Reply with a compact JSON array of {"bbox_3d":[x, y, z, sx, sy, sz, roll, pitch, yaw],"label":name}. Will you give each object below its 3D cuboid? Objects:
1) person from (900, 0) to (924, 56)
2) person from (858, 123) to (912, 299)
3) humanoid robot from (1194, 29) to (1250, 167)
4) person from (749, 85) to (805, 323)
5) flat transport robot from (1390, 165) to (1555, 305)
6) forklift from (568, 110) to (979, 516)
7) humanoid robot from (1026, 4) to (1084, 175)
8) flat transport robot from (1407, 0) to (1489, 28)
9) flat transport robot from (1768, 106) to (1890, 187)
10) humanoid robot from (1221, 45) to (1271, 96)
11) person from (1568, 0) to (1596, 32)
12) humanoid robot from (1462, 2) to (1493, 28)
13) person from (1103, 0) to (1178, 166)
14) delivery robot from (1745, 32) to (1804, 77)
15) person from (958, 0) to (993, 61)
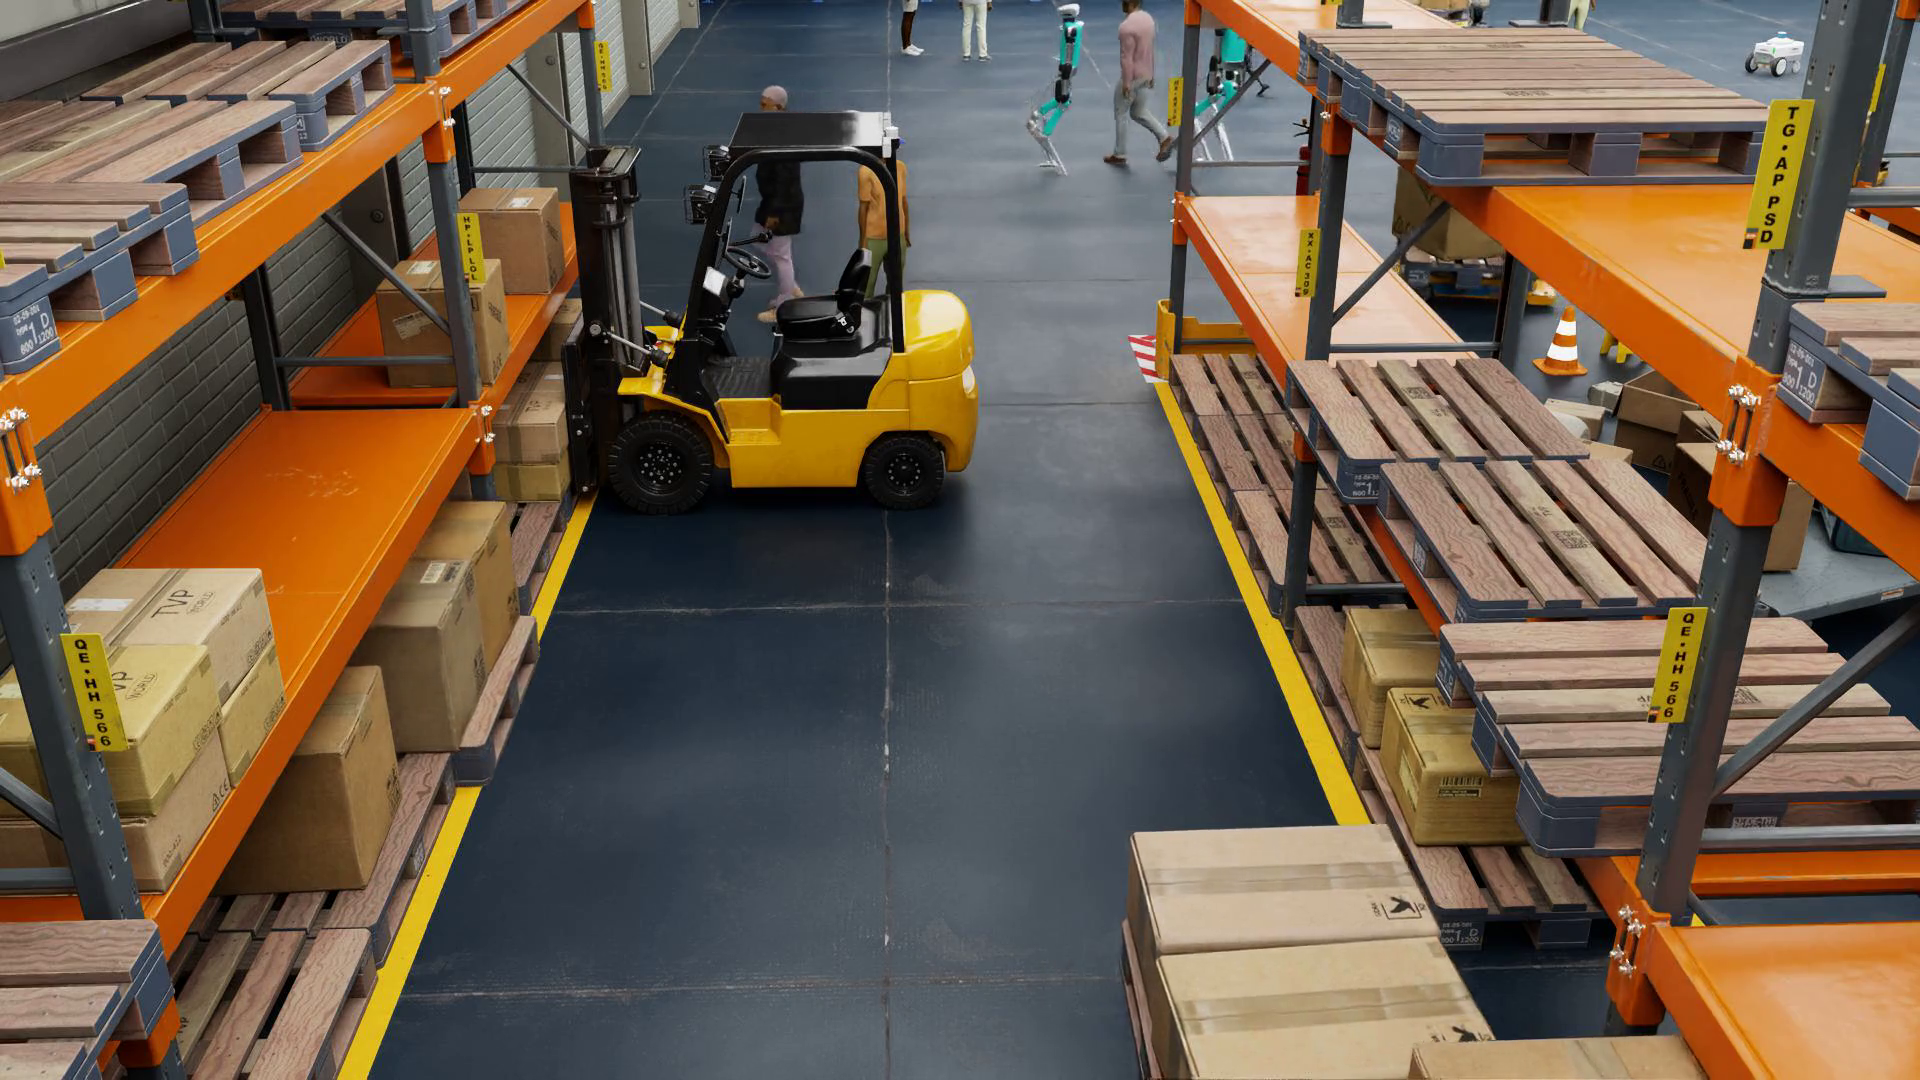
[{"bbox_3d":[-0.744,-8.221,24.805,0.356,1.898,0.554,5,26,10],"label":"person"},{"bbox_3d":[-0.547,-2.247,12.380,0.448,1.713,0.384,-17,30,-32],"label":"person"},{"bbox_3d":[2.772,-4.943,18.065,0.541,1.797,0.719,-17,30,-32],"label":"humanoid robot"},{"bbox_3d":[-1.434,-2.605,12.967,0.444,1.845,0.586,-6,26,-13],"label":"person"},{"bbox_3d":[4.193,-2.174,13.908,1.431,0.231,0.659,4,26,9],"label":"flat transport robot"},{"bbox_3d":[-1.043,-1.379,9.976,2.313,2.155,1.214,-1,25,-2],"label":"forklift"},{"bbox_3d":[0.938,-4.759,17.685,0.716,1.812,0.551,3,25,7],"label":"humanoid robot"},{"bbox_3d":[7.820,-8.395,27.081,0.659,0.231,1.431,-18,31,-33],"label":"flat transport robot"},{"bbox_3d":[9.106,-4.015,17.805,1.431,0.231,0.659,17,30,32],"label":"flat transport robot"},{"bbox_3d":[3.735,-6.622,21.702,0.690,1.636,0.600,13,28,25],"label":"humanoid robot"},{"bbox_3d":[8.809,-7.715,23.744,0.531,1.893,0.407,2,25,5],"label":"person"},{"bbox_3d":[5.715,-5.185,18.644,0.610,1.643,0.335,-5,26,-11],"label":"humanoid robot"},{"bbox_3d":[1.950,-4.972,17.919,0.755,1.907,0.657,17,30,31],"label":"person"},{"bbox_3d":[11.541,-6.850,23.497,0.811,0.614,0.499,-14,29,-28],"label":"delivery robot"},{"bbox_3d":[0.225,-7.920,24.346,0.562,1.742,0.336,11,27,21],"label":"person"}]
